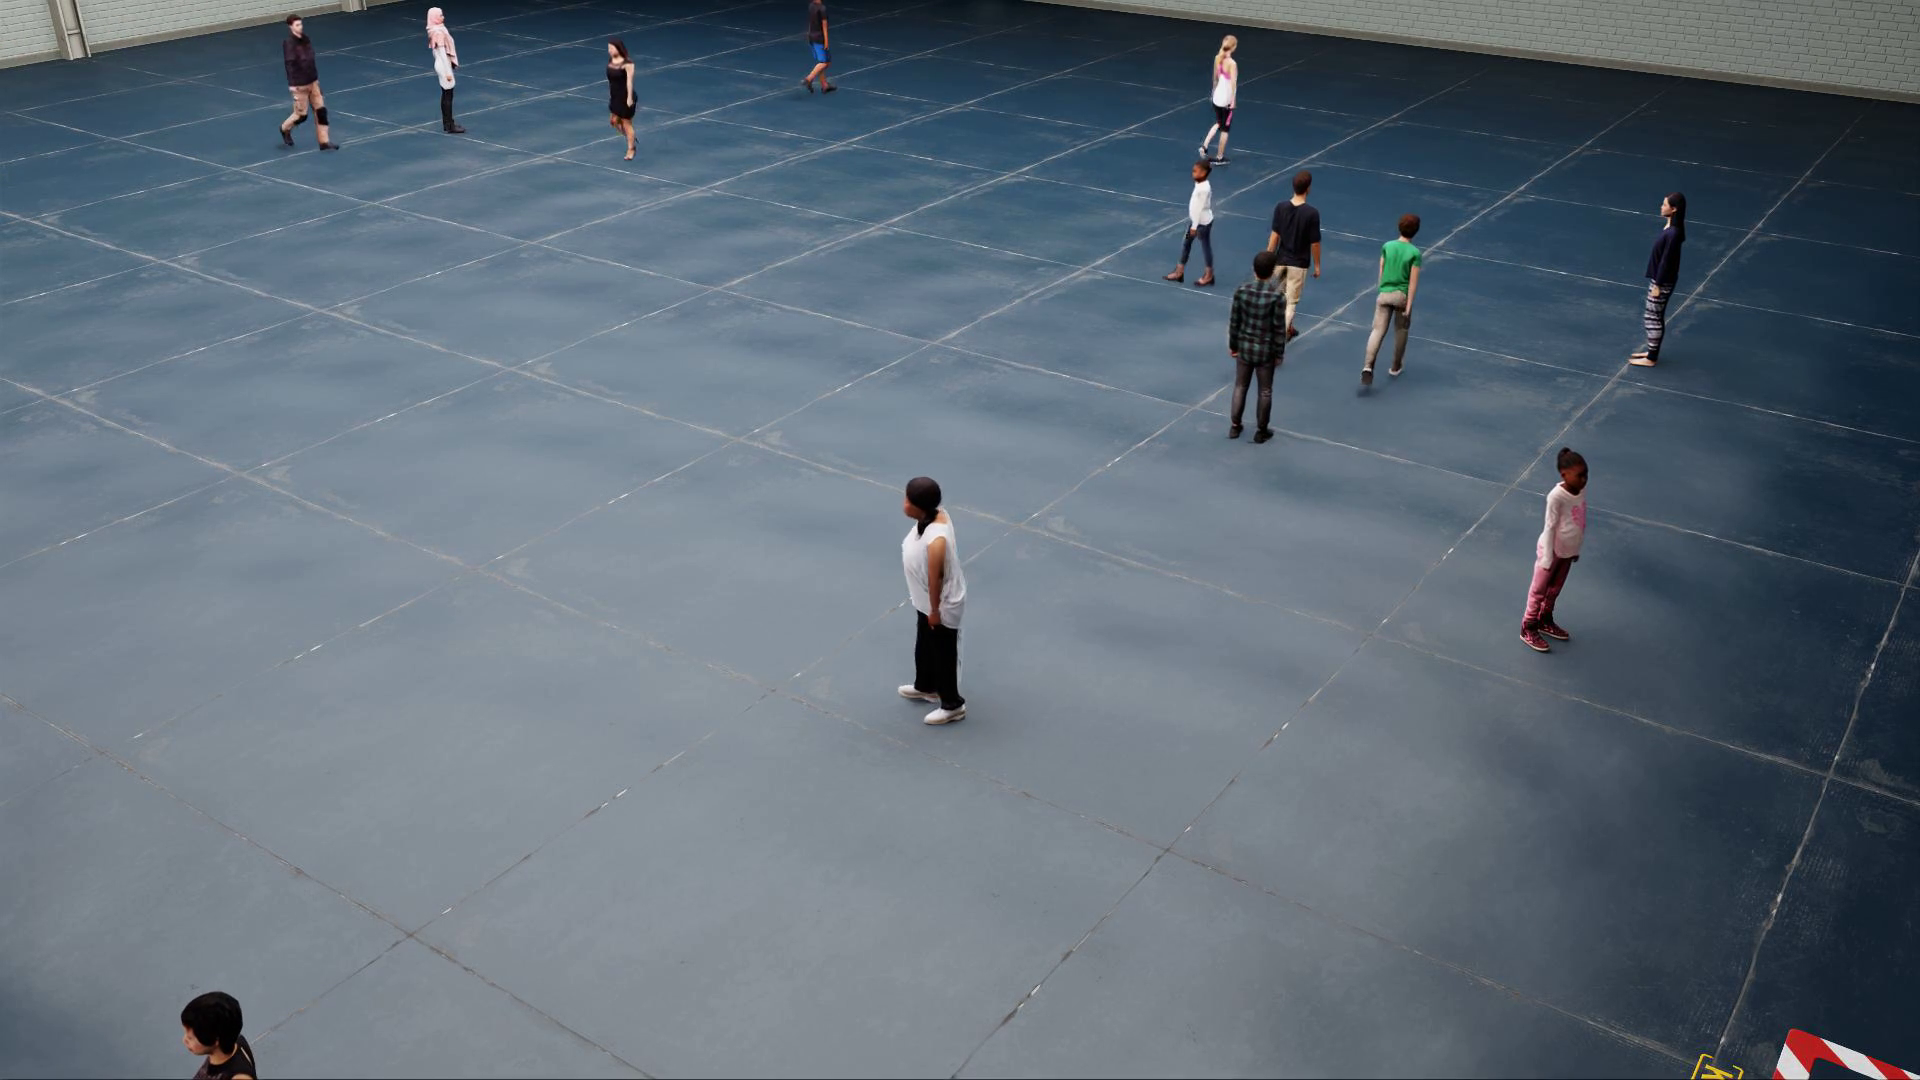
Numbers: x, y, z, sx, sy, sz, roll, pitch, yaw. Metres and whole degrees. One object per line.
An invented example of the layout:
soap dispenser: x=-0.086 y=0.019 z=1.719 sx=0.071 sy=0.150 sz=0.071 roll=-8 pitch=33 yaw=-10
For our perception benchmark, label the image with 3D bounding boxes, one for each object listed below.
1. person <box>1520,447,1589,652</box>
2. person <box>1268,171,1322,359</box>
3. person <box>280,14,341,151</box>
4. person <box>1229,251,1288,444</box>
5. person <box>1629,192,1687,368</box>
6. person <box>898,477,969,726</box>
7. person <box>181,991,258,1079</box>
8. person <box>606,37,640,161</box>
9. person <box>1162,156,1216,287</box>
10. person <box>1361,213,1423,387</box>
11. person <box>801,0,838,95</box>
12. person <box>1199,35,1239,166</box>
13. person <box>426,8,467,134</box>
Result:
person: x=4.119 y=0.043 z=11.478 sx=0.533 sy=1.441 sz=0.665 roll=-19 pitch=33 yaw=-32
person: x=3.218 y=-2.650 z=16.298 sx=0.671 sy=1.816 sz=1.168 roll=17 pitch=32 yaw=30
person: x=-9.396 y=-6.493 z=23.666 sx=0.976 sy=1.904 sz=1.141 roll=8 pitch=28 yaw=15
person: x=2.588 y=-1.704 z=14.578 sx=0.702 sy=1.713 sz=0.567 roll=13 pitch=30 yaw=24
person: x=6.847 y=-2.542 z=16.178 sx=0.696 sy=1.733 sz=0.514 roll=11 pitch=29 yaw=21
person: x=-0.135 y=0.366 z=10.584 sx=0.864 sy=1.685 sz=0.798 roll=-4 pitch=28 yaw=-8
person: x=-2.819 y=2.439 z=6.647 sx=0.632 sy=1.603 sz=0.650 roll=-18 pitch=32 yaw=-31
person: x=-4.641 y=-6.170 z=23.262 sx=0.713 sy=1.699 sz=0.709 roll=24 pitch=35 yaw=38
person: x=2.724 y=-3.505 z=18.371 sx=0.895 sy=1.437 sz=0.834 roll=-5 pitch=28 yaw=-10
person: x=4.074 y=-2.249 z=15.729 sx=0.635 sy=1.623 sz=1.100 roll=14 pitch=30 yaw=25
person: x=-2.344 y=-8.088 z=26.896 sx=1.025 sy=1.781 sz=0.784 roll=-19 pitch=33 yaw=-32
person: x=3.557 y=-6.030 z=22.913 sx=0.892 sy=1.769 sz=0.781 roll=-16 pitch=31 yaw=-29
person: x=-7.675 y=-6.991 z=24.740 sx=0.746 sy=1.804 sz=0.733 roll=-14 pitch=30 yaw=-25
